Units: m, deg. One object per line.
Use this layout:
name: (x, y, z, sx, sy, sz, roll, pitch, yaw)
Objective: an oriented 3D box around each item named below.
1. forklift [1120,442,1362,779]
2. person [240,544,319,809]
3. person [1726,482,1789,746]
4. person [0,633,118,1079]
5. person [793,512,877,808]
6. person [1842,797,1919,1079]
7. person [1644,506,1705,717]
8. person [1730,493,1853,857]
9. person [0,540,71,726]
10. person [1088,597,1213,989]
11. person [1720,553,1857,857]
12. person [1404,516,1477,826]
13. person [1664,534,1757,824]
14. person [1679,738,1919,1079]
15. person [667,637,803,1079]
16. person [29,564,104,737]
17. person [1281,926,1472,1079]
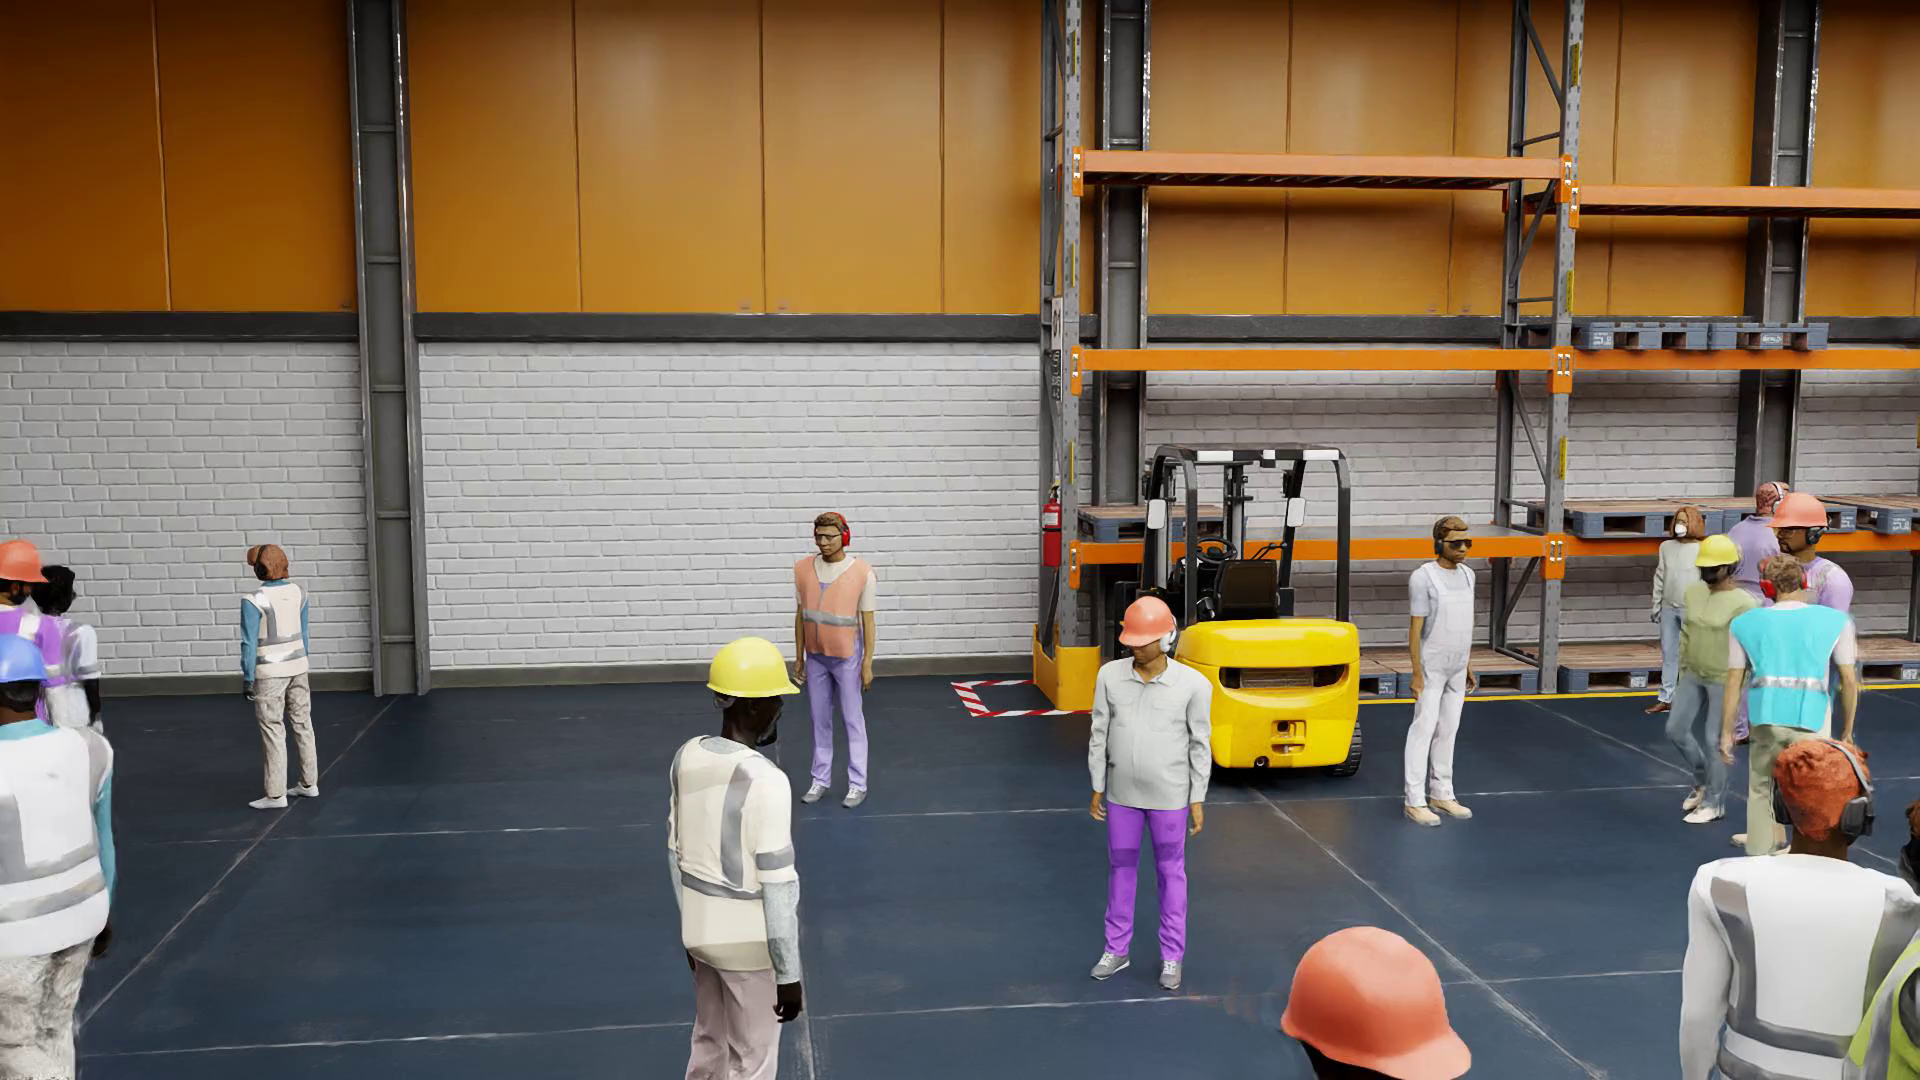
forklift: (1.912, 0.418, 11.496, 1.214, 2.155, 2.313, -1, 7, -8)
person: (-4.216, 0.838, 10.281, 0.318, 1.631, 0.514, 3, 7, 21)
person: (5.657, 0.543, 11.654, 0.409, 1.907, 0.651, -2, 7, -17)
person: (-2.966, 1.257, 5.414, 0.717, 1.912, 0.619, 3, 7, 24)
person: (-0.766, 0.733, 10.317, 0.560, 1.837, 0.389, 3, 7, 27)
person: (2.257, 1.469, 3.824, 0.429, 1.844, 0.625, 6, 9, 40)
person: (5.533, 0.551, 12.746, 0.285, 1.636, 0.500, -4, 8, -33)
person: (4.583, 0.759, 9.162, 0.375, 2.044, 0.604, -2, 7, -13)
person: (-4.616, 0.970, 7.892, 0.731, 1.922, 0.490, -1, 7, -12)
person: (0.826, 1.110, 7.383, 0.560, 1.743, 0.337, 3, 7, 23)
person: (4.199, 0.978, 8.441, 0.604, 1.784, 0.874, 4, 8, 30)
person: (2.878, 0.770, 9.927, 0.509, 1.844, 0.329, -4, 8, -32)
person: (4.426, 0.828, 9.814, 0.370, 1.744, 0.540, -3, 7, -25)
person: (2.074, 1.419, 4.084, 0.576, 1.881, 0.354, 4, 7, 29)
person: (-0.684, 1.261, 5.274, 0.385, 1.925, 0.592, -6, 9, -41)
person: (-4.877, 0.973, 8.887, 0.528, 1.674, 0.646, 1, 7, 8)
person: (0.572, 1.550, 2.812, 0.550, 1.920, 0.620, -5, 8, -38)
